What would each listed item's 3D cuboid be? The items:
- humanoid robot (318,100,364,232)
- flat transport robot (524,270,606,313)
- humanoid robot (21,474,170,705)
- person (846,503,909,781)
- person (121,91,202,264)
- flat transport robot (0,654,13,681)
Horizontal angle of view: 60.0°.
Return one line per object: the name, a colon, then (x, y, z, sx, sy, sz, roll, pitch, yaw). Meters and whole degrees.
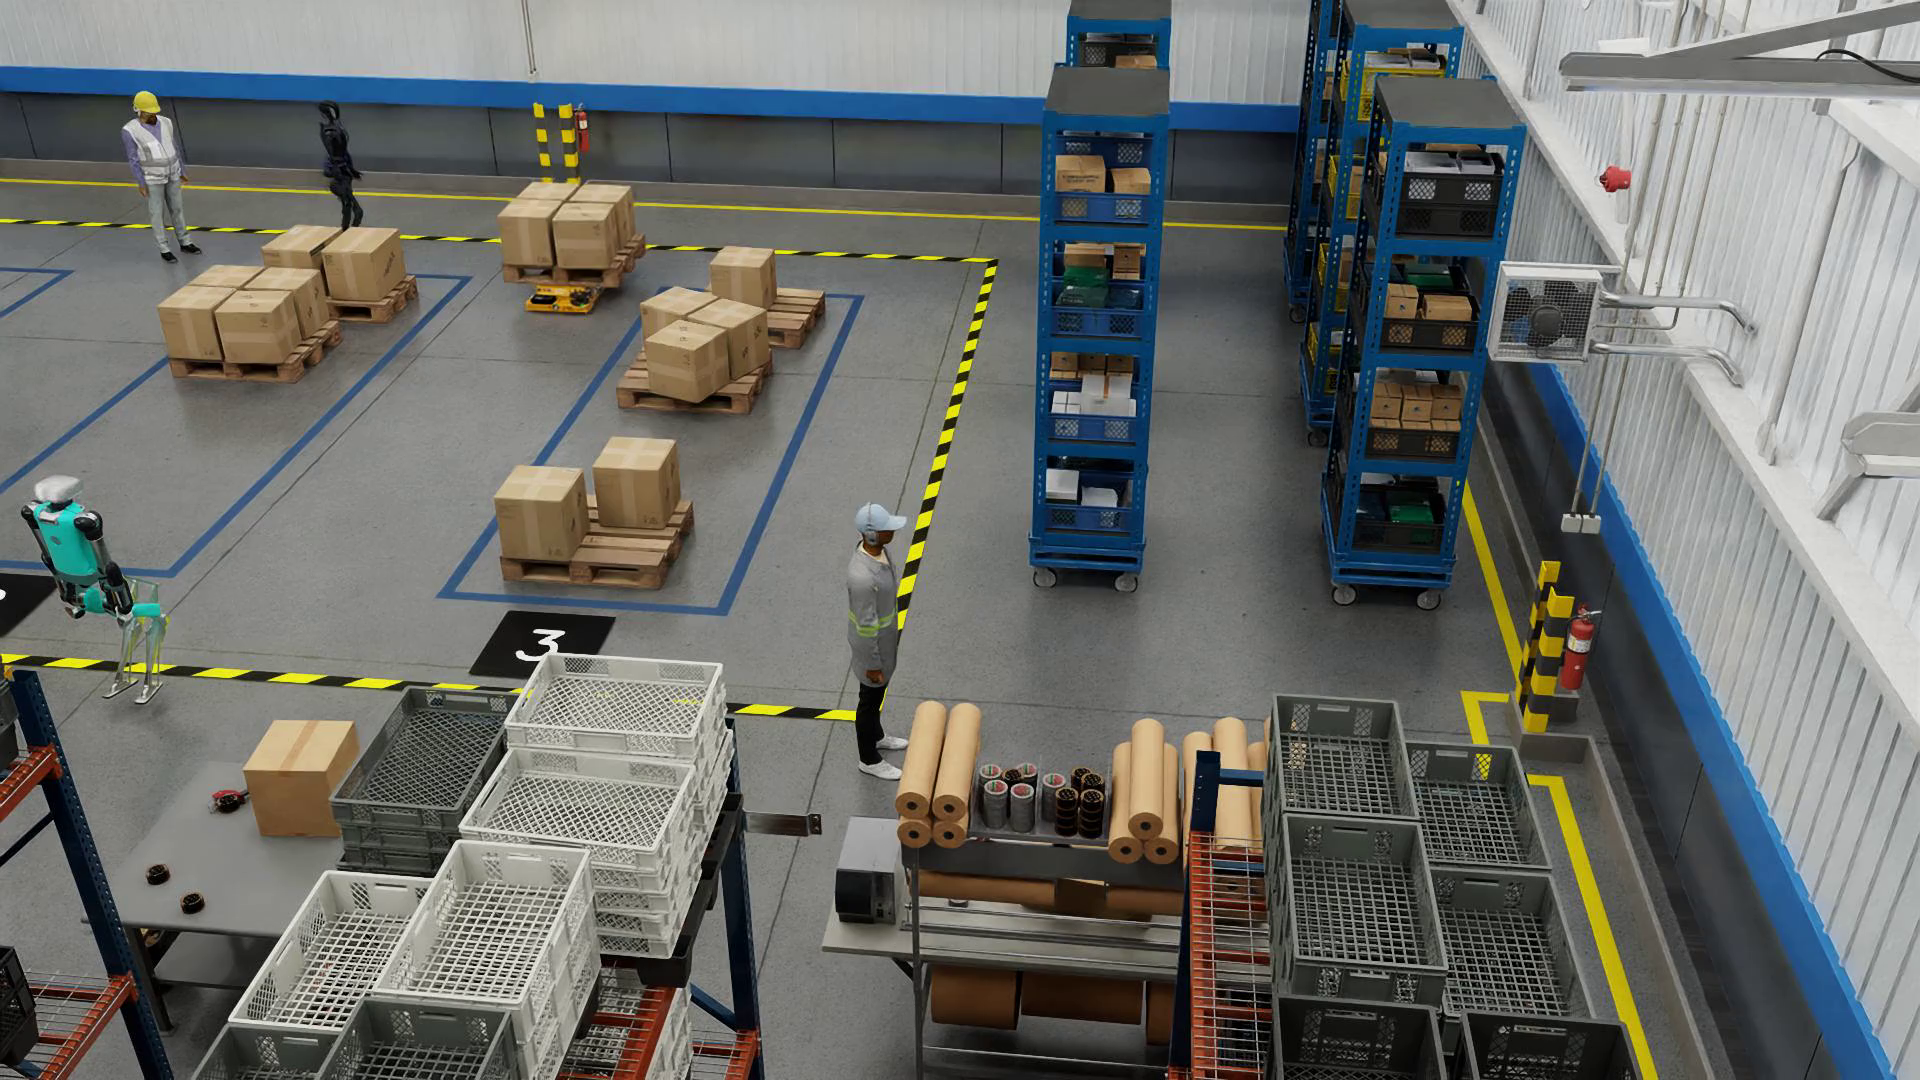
humanoid robot: (-6.728, -3.974, 18.104, 0.396, 1.648, 0.600, -2, 30, -4)
flat transport robot: (-3.993, -2.738, 17.348, 0.652, 0.197, 1.431, 3, 30, 6)
humanoid robot: (-5.413, 0.253, 10.649, 0.533, 1.673, 0.735, 9, 31, 15)
person: (-0.493, 0.599, 10.071, 0.371, 1.852, 0.588, 2, 30, 4)
person: (-8.558, -3.901, 17.826, 0.403, 1.825, 0.588, 17, 34, 27)
flat transport robot: (-7.142, 0.969, 11.010, 1.431, 0.231, 0.659, 3, 30, 6)
